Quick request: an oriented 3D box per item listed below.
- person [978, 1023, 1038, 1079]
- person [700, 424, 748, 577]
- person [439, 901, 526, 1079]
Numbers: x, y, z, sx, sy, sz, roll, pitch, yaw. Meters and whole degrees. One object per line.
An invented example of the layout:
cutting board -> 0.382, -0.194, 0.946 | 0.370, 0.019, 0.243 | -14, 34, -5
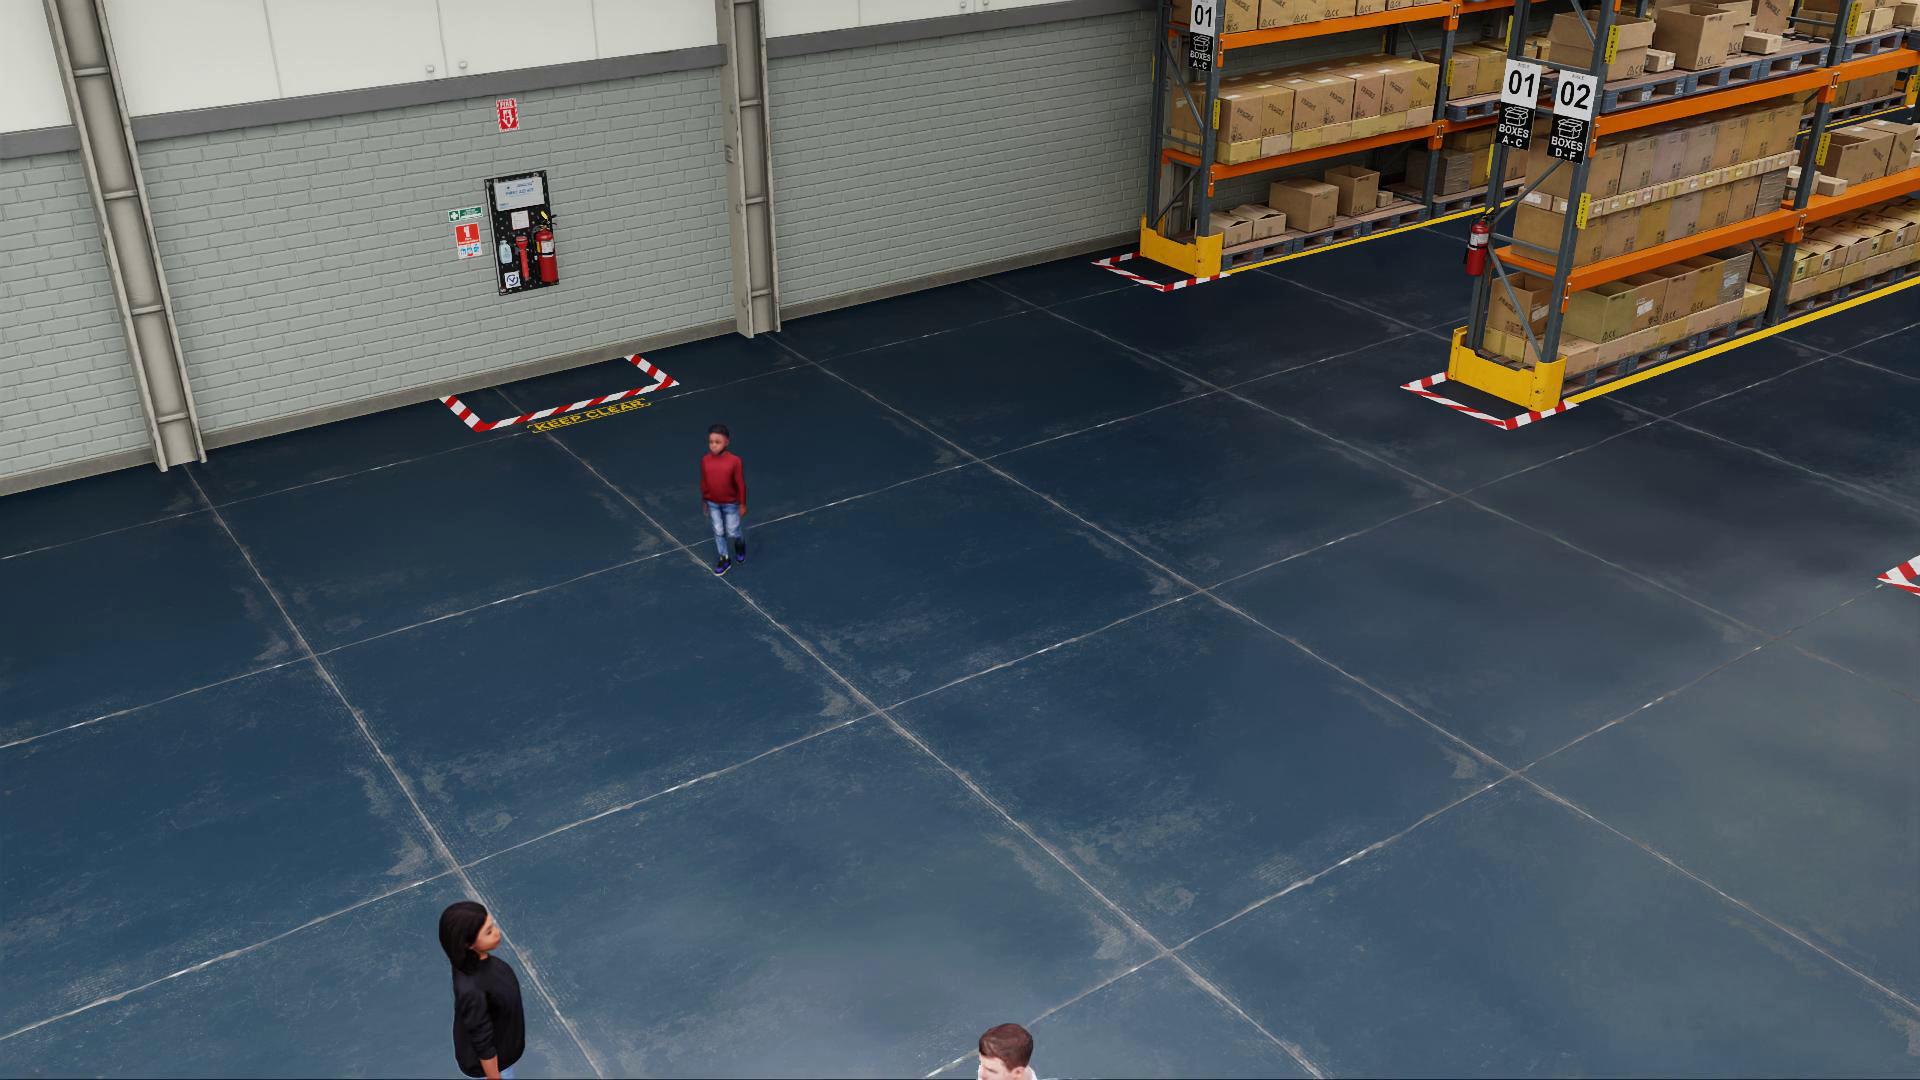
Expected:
person -> 0.300, 2.619, 6.706 | 0.722, 1.834, 0.686 | -23, 35, -37
person -> -1.842, -0.348, 13.108 | 0.654, 1.247, 0.716 | 6, 28, 12
person -> -2.113, 2.317, 7.438 | 0.617, 1.701, 0.629 | -9, 29, -17
